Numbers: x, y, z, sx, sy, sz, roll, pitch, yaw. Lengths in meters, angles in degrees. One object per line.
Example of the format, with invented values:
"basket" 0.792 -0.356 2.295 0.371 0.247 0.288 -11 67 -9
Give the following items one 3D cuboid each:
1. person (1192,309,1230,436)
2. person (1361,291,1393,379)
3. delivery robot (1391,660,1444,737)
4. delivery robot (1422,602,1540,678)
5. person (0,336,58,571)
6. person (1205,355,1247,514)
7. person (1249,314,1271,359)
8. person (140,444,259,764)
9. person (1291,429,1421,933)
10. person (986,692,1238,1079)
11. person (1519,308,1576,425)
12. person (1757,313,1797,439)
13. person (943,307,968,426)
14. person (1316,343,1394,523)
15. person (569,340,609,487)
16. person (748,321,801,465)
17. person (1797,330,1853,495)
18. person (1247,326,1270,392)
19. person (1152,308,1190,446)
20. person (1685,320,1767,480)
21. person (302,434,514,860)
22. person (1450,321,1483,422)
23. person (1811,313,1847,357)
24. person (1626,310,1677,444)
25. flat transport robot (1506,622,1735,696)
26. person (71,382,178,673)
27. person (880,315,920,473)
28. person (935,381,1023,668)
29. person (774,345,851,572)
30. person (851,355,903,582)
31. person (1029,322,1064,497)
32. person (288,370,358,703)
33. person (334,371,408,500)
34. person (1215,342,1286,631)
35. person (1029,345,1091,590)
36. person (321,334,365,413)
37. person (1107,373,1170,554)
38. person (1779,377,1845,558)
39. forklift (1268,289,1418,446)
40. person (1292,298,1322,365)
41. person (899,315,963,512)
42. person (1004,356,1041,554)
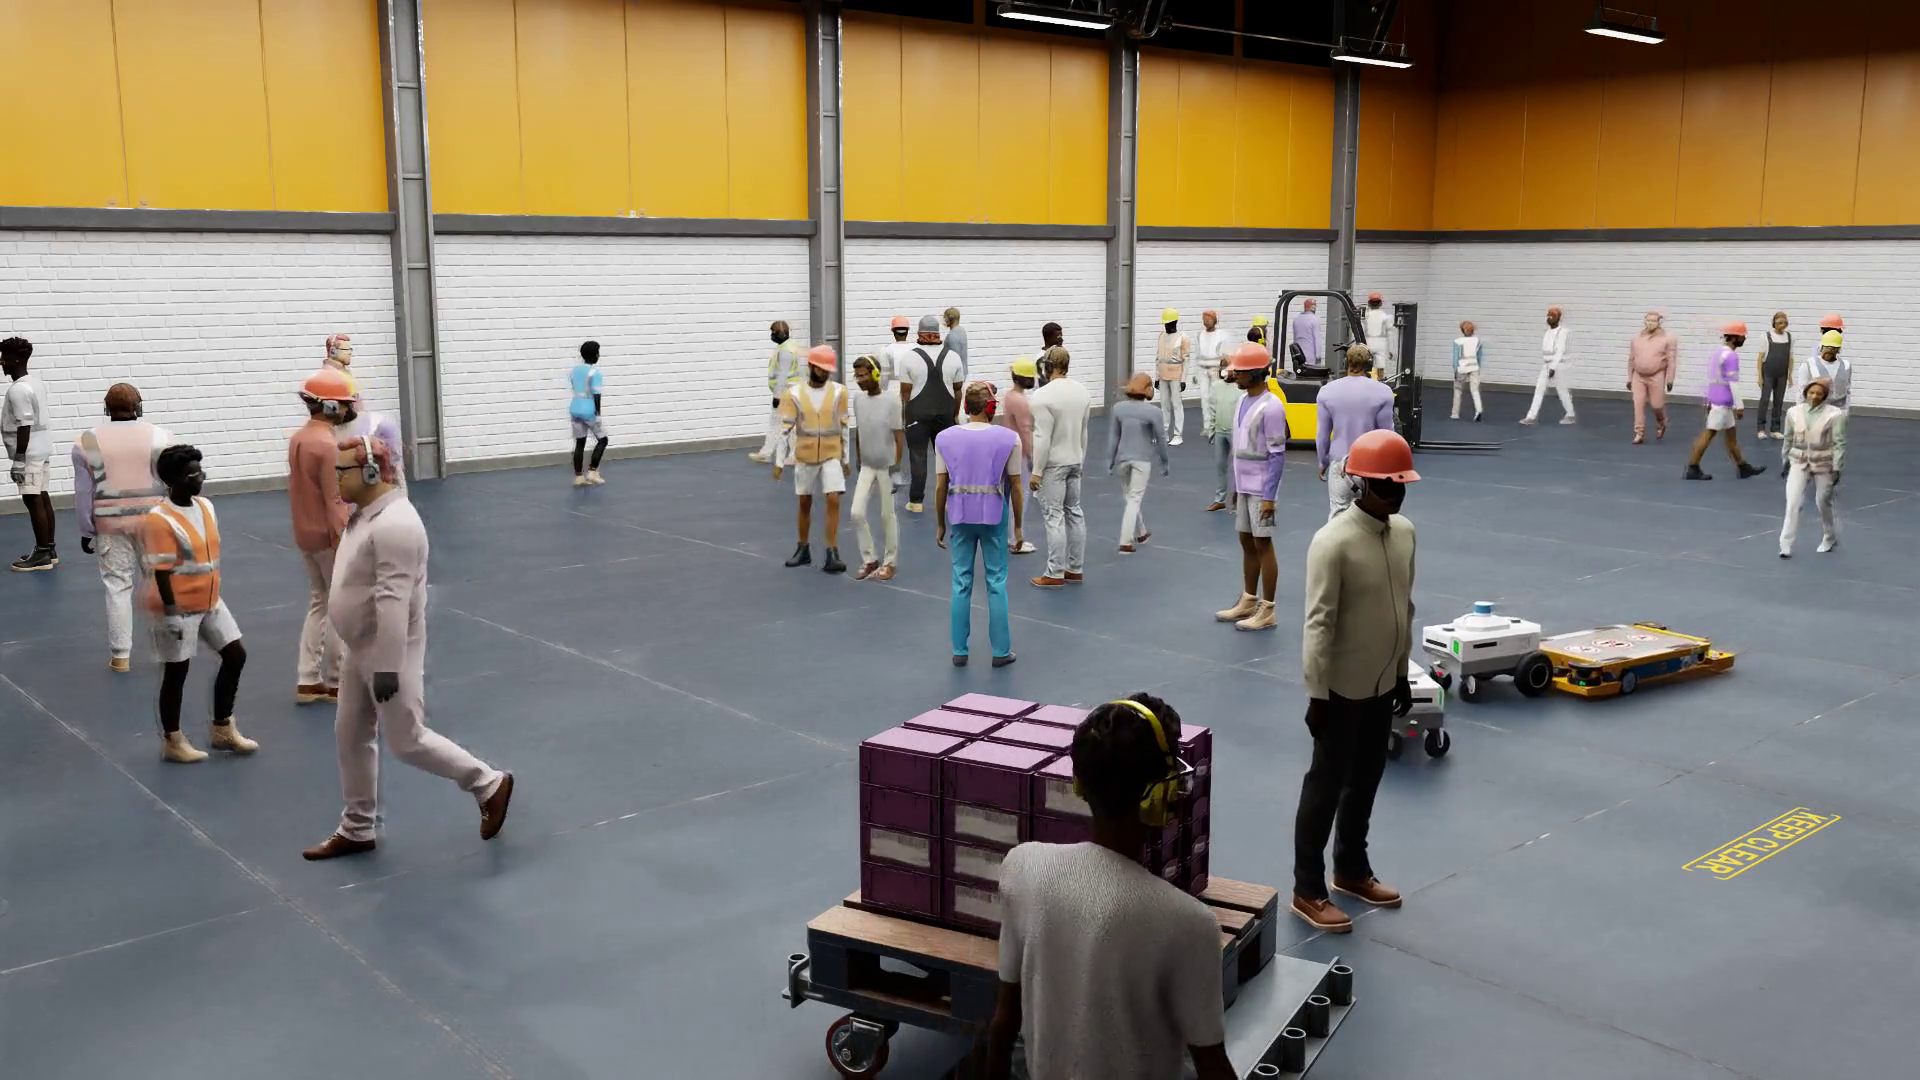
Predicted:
"person" 3.731 -2.476 24.544 0.588 1.867 0.595 6 11 31
"person" 7.358 -3.407 29.534 0.640 2.027 0.667 3 10 15
"delivery robot" 2.334 0.799 8.932 0.477 0.478 0.707 -1 10 -3
"delivery robot" 3.134 0.616 10.006 0.707 0.478 0.477 -5 11 -25
"person" -7.856 -0.727 14.010 0.368 1.966 0.603 -3 10 -15
"person" 2.760 -1.081 17.056 0.268 1.632 0.509 -9 13 -43
"person" 4.476 -2.495 24.955 0.326 1.766 0.536 -2 10 -13
"person" -3.918 0.342 8.592 0.572 1.675 0.547 2 10 11
"person" 1.579 0.549 6.526 0.635 1.981 0.427 -9 13 -43
"person" 0.325 1.190 3.238 0.999 1.815 0.550 -9 13 -43
"person" 9.282 -2.706 26.033 0.966 1.836 0.581 -3 10 -17
"person" 11.738 -2.348 23.937 0.502 1.826 0.469 1 10 6
"person" -0.067 -2.265 23.100 0.355 1.936 0.635 2 10 10
"person" 3.194 -0.621 13.473 0.628 1.940 0.373 4 11 23
"person" -4.242 -1.433 18.986 0.561 1.676 0.407 7 12 37
"person" -2.347 -1.843 20.958 0.741 1.819 0.659 -1 10 -7
"person" 9.551 -1.404 18.380 0.591 1.829 0.404 0 10 0
"person" 3.235 -1.408 18.366 0.433 1.878 0.570 -7 12 -34
"person" 2.942 -2.280 23.245 0.376 1.918 0.584 -8 13 -41
"person" 9.043 -1.627 19.509 0.975 1.883 0.568 2 10 11
"person" -2.458 0.466 7.294 0.811 1.878 0.650 -7 12 -34
"person" 8.152 -2.709 26.654 0.506 1.611 0.788 -1 10 -4
"person" 10.646 -1.820 20.493 0.373 1.939 0.545 3 10 15
"person" 9.733 -2.293 23.418 0.651 1.889 0.651 8 12 39
"flat transport robot" 4.132 0.731 10.431 1.431 0.197 0.652 -6 11 -31
"person" -5.266 -0.080 10.593 0.636 1.842 0.429 -5 11 -27
"person" -0.700 -1.730 19.996 0.542 1.930 0.367 -2 10 -13
"person" 0.120 -0.093 10.661 0.569 1.840 0.374 2 10 10
"person" -1.228 -0.670 13.883 0.638 1.891 0.766 -1 10 -6
"person" -0.671 -0.560 13.403 0.543 1.838 0.583 5 11 27
"person" 0.946 -1.422 18.225 0.375 1.917 0.592 2 10 11
"person" -3.710 -0.003 9.746 0.475 1.977 0.625 -8 13 -41
"person" -4.044 -0.205 11.193 0.628 1.884 0.529 1 10 4
"person" 2.062 -0.375 11.738 0.395 2.040 0.609 -2 10 -14
"person" 0.781 -0.576 13.208 0.366 1.938 0.630 9 13 42
"person" -5.817 -0.985 15.702 0.407 1.905 0.655 -3 10 -19
"person" 1.627 -0.695 14.883 0.521 1.592 0.811 7 12 36
"person" 7.499 -0.642 14.614 0.870 1.591 0.559 -10 14 -44
"forklift" 5.034 -2.339 22.783 2.313 2.155 1.214 3 10 16
"person" 6.121 -3.286 29.175 0.403 1.906 0.649 -6 11 -30
"person" -0.333 -1.312 17.223 0.688 2.000 0.536 -3 10 -19
"person" 0.533 -0.760 14.829 0.364 1.753 0.554 -1 10 -7
